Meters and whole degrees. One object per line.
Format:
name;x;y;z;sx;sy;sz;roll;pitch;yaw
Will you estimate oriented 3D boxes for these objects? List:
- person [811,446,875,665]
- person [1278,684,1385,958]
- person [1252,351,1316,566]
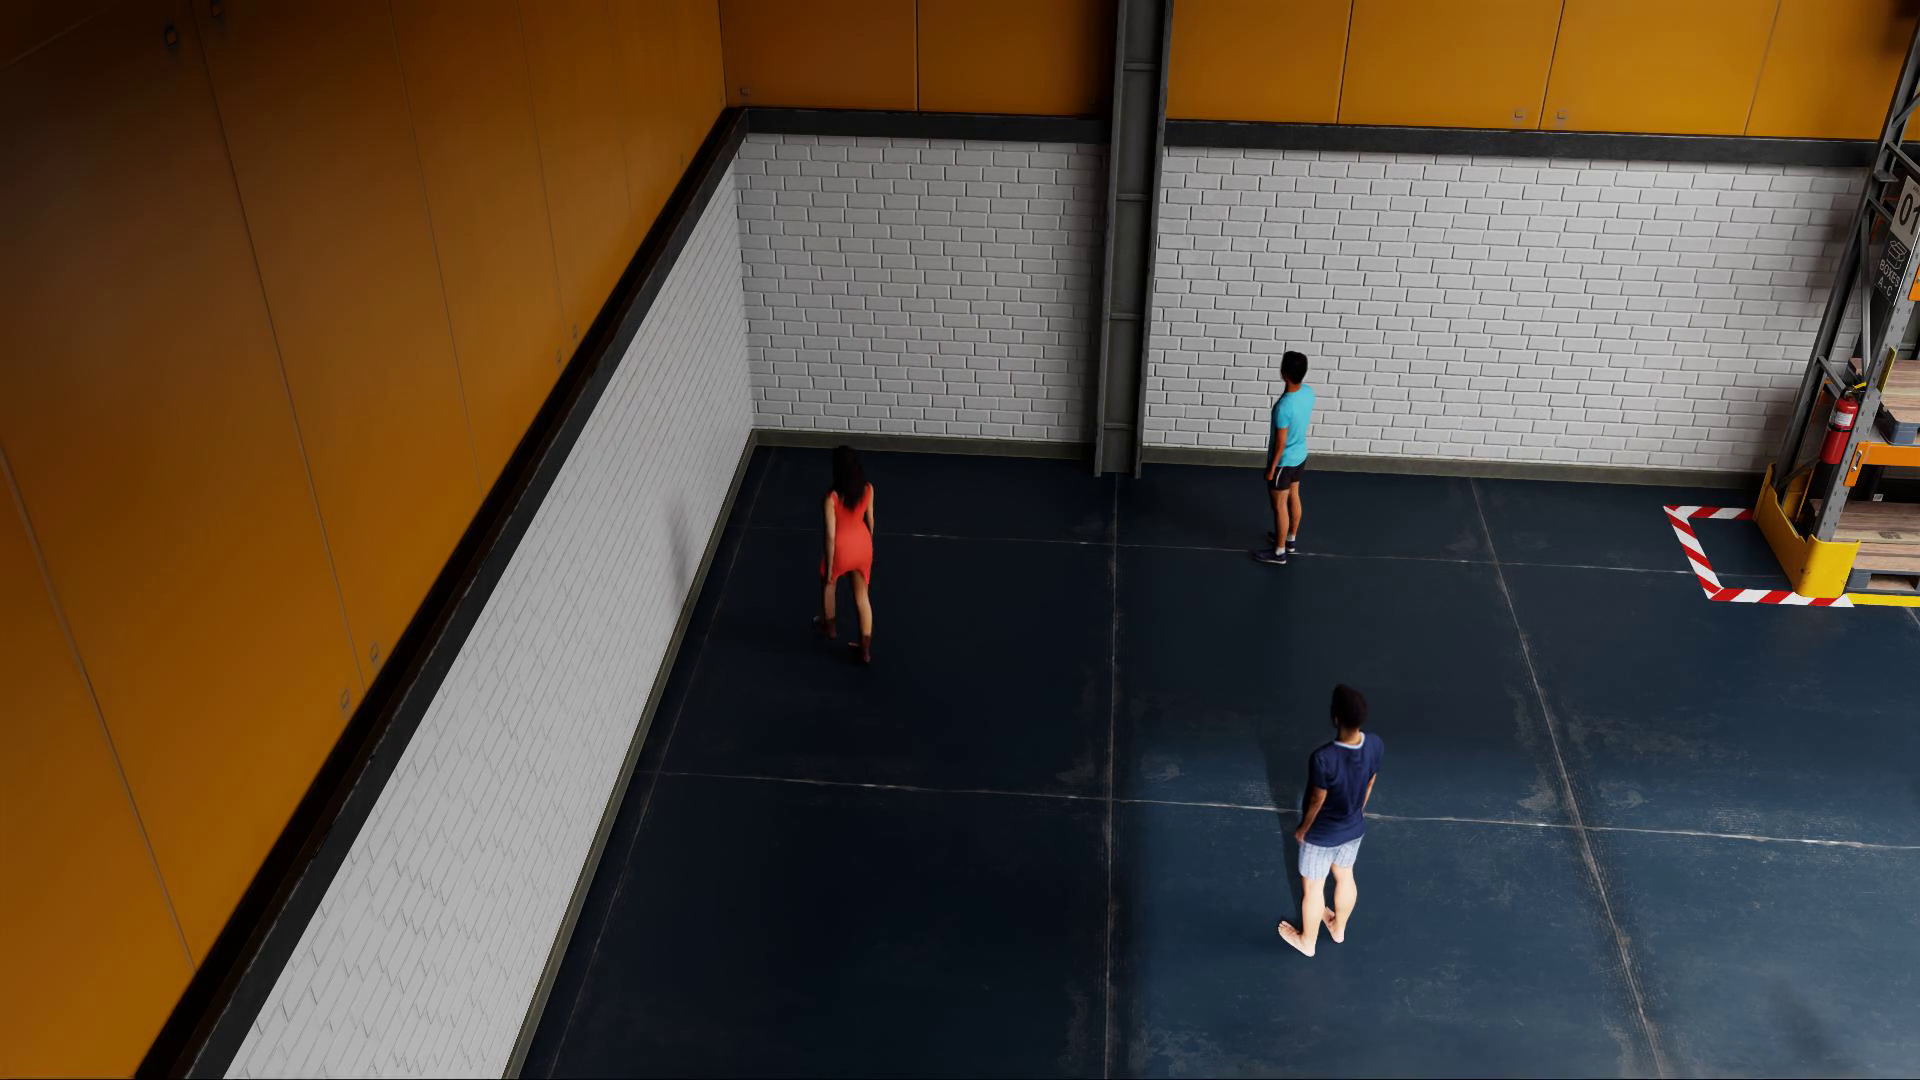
person;-0.733;0.151;11.609;0.932;1.696;0.970;-21;39;-28
person;2.100;1.586;9.315;0.664;1.845;0.768;-15;36;-21
person;2.507;-0.628;12.709;0.697;1.775;0.687;23;40;30
